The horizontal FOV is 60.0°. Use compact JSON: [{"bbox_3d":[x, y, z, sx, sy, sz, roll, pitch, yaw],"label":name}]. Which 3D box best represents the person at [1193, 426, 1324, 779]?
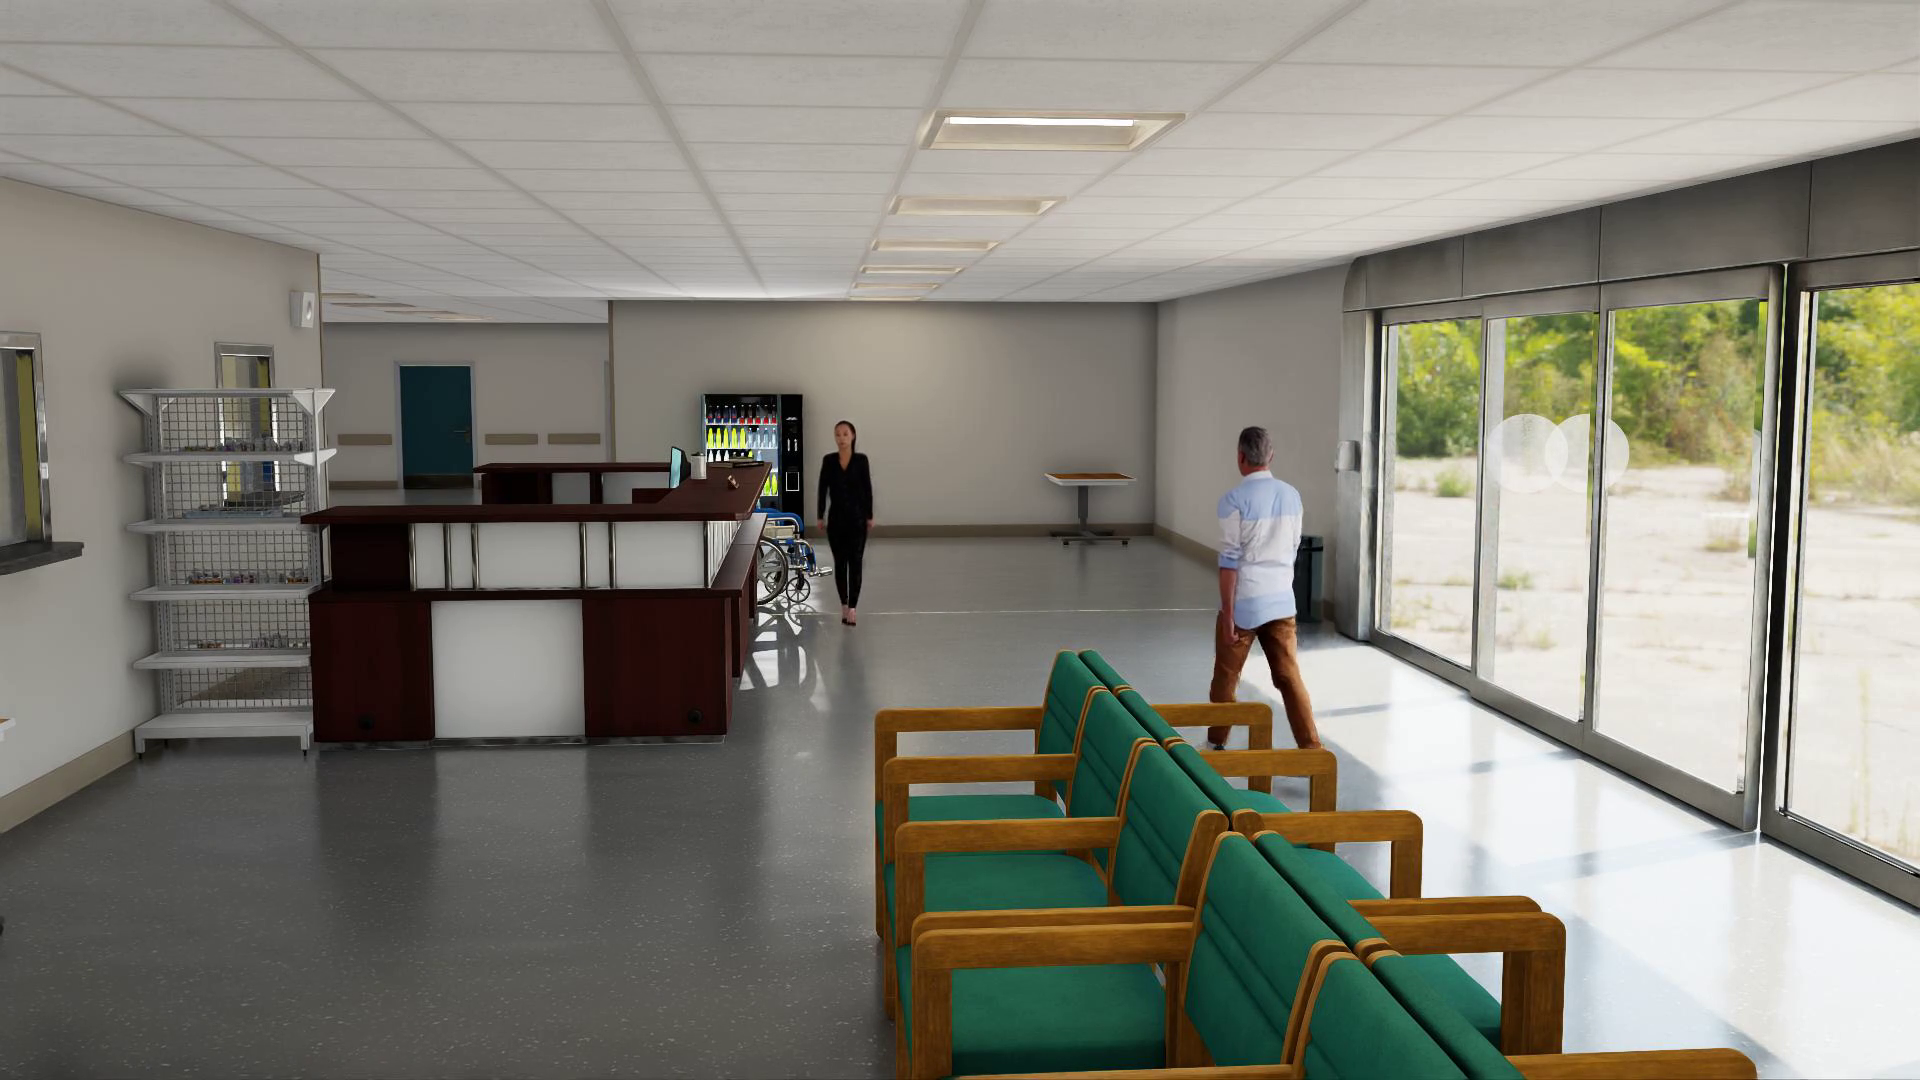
[{"bbox_3d":[1.578,0.355,8.459,1.212,1.782,1.016,-3,6,-24],"label":"person"}]

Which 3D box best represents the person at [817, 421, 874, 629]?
[{"bbox_3d":[-0.929,-0.125,13.707,0.792,1.687,0.713,0,6,2],"label":"person"}]
